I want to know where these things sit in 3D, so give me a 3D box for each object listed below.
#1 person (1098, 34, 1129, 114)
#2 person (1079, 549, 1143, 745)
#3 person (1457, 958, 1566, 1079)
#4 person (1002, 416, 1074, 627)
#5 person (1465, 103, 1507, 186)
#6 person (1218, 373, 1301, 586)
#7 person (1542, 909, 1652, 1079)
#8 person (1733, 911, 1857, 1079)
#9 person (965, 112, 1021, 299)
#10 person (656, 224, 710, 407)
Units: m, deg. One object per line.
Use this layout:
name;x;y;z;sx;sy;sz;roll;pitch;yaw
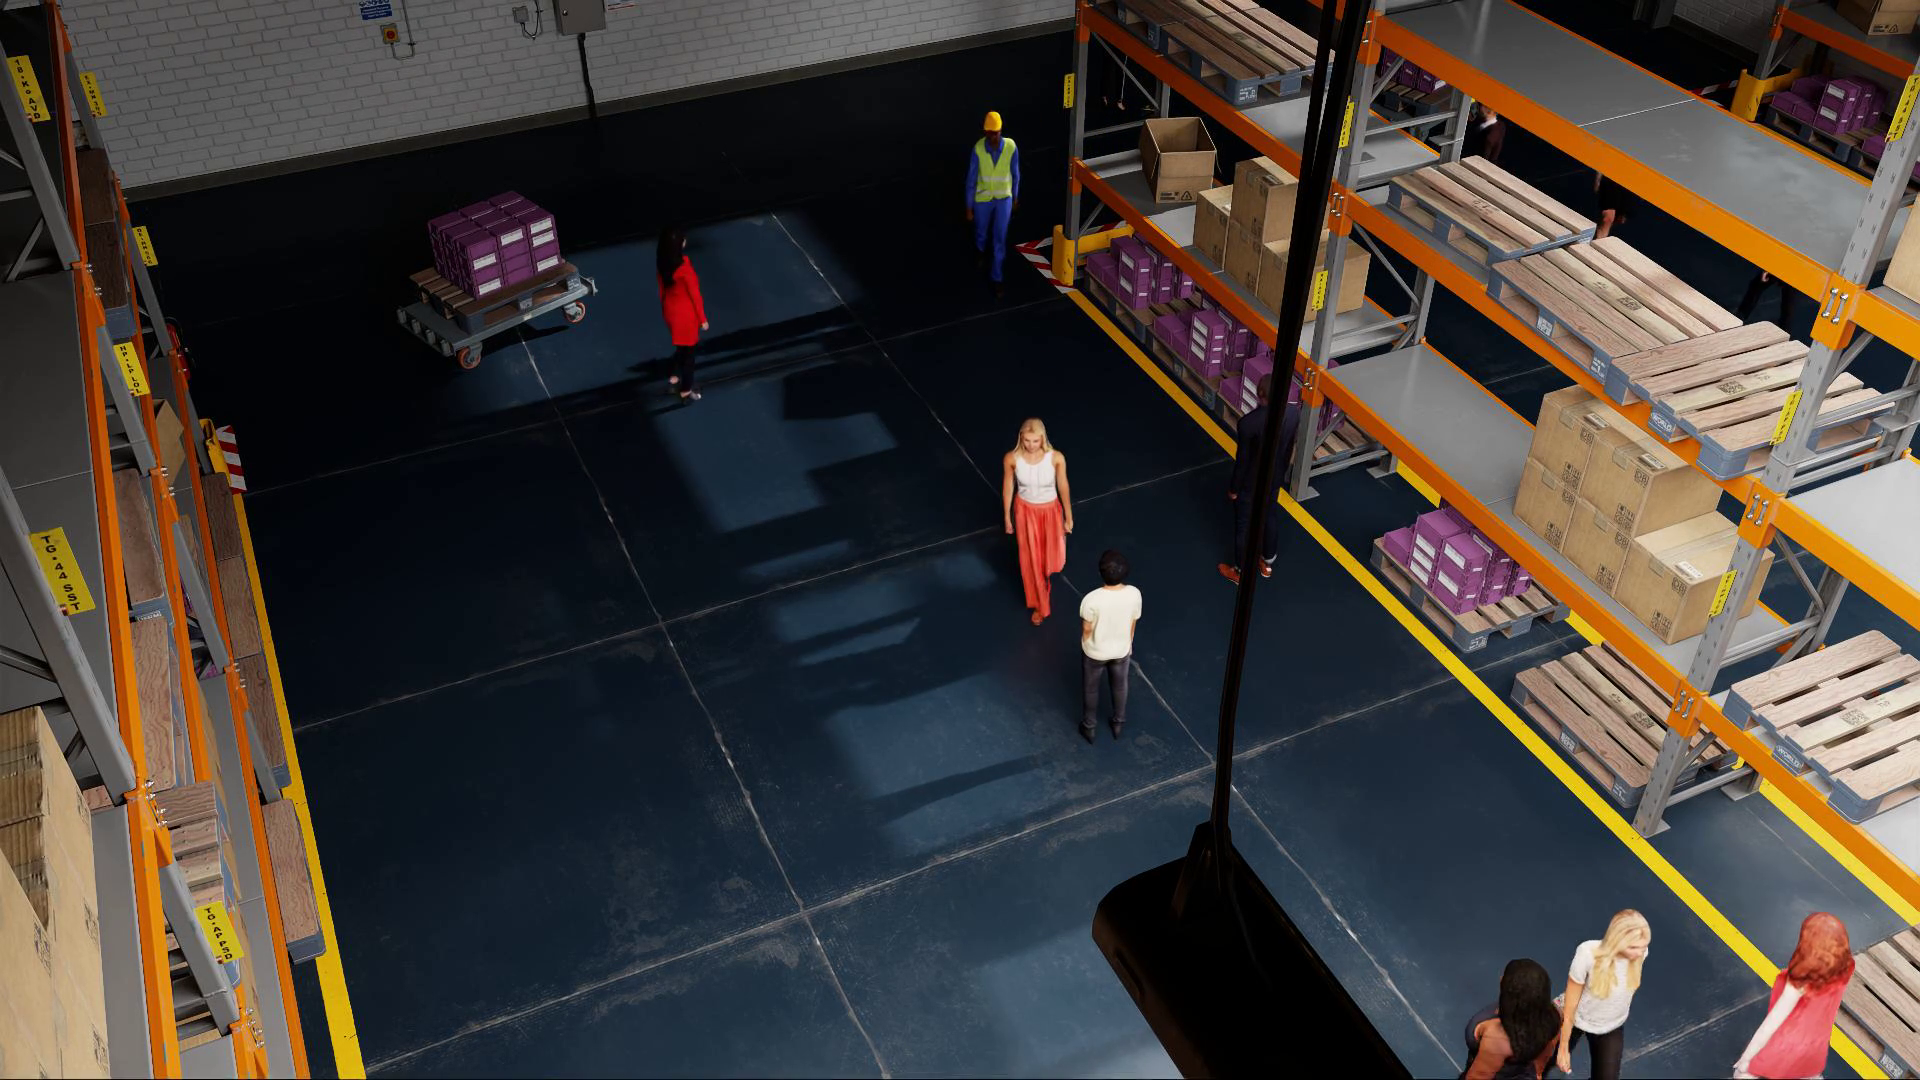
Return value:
person;1.785;-5.751;19.116;0.681;1.707;0.753;15;41;18
person;0.980;0.726;11.104;0.610;1.584;0.524;-11;40;-13
person;2.750;2.801;8.334;0.744;1.798;0.995;-22;44;-25
person;0.571;-0.222;12.134;0.943;1.780;1.048;3;39;3
person;5.063;-3.423;16.086;1.037;1.851;0.972;14;41;17
person;2.231;-0.449;12.389;0.704;1.818;0.595;-19;42;-22
person;3.225;2.456;8.760;0.736;1.806;0.816;-7;39;-9
person;4.271;2.592;8.586;0.888;1.810;0.739;-14;41;-17
person;0.295;-3.318;16.027;1.001;1.760;1.322;-1;39;-2
person;-2.437;-1.869;14.230;0.719;1.739;0.780;31;48;33
